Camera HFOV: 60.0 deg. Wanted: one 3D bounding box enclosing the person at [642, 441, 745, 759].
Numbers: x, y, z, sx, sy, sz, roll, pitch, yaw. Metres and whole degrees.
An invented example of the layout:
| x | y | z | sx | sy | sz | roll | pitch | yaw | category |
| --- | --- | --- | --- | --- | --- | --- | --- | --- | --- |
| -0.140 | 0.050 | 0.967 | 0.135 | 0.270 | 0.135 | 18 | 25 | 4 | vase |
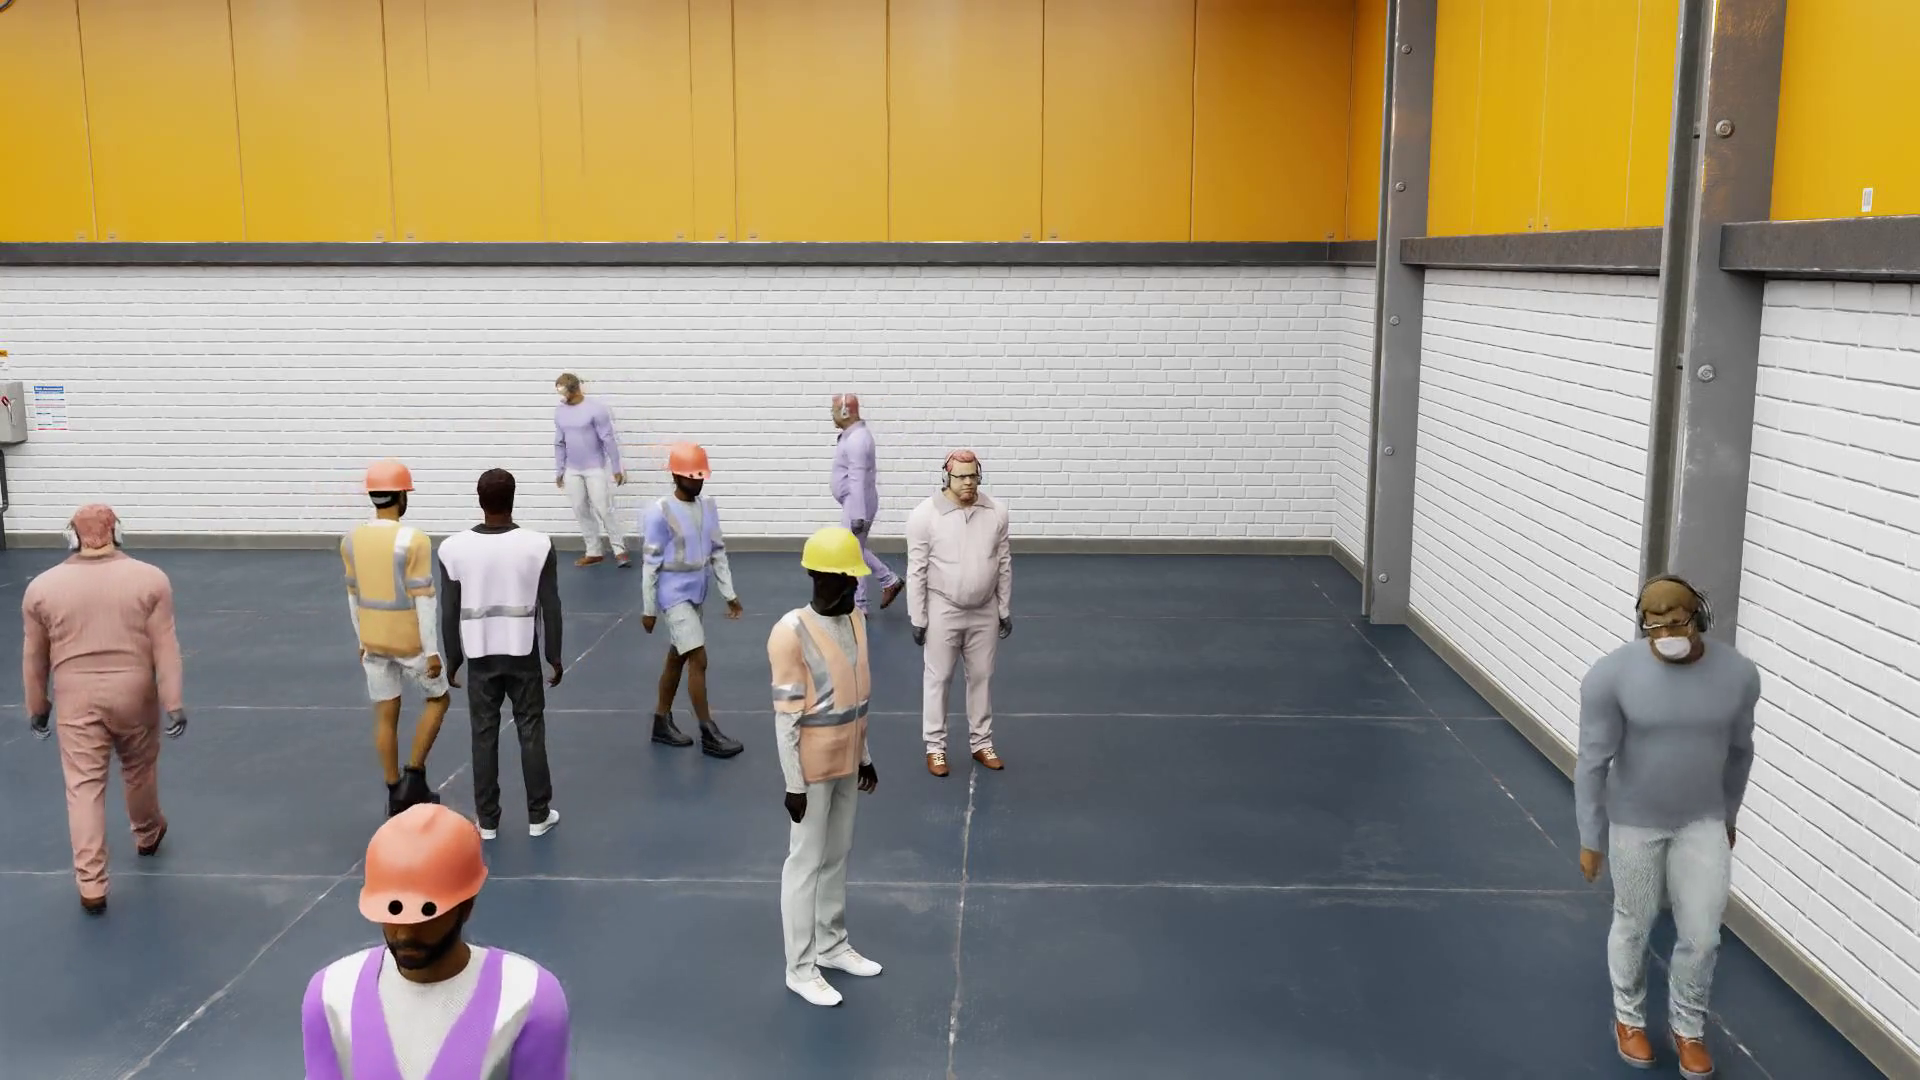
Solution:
| x | y | z | sx | sy | sz | roll | pitch | yaw | category |
| --- | --- | --- | --- | --- | --- | --- | --- | --- | --- |
| -1.565 | 0.353 | 9.981 | 0.855 | 1.891 | 0.534 | 5 | 11 | 27 | person |

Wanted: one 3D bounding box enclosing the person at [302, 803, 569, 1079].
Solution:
| x | y | z | sx | sy | sz | roll | pitch | yaw | category |
| --- | --- | --- | --- | --- | --- | --- | --- | --- | --- |
| -1.087 | 1.448 | 3.566 | 0.551 | 1.915 | 0.880 | 1 | 10 | 3 | person |

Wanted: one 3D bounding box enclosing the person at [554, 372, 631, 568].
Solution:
| x | y | z | sx | sy | sz | roll | pitch | yaw | category |
| --- | --- | --- | --- | --- | --- | --- | --- | --- | --- |
| -3.562 | -0.662 | 15.949 | 0.710 | 1.894 | 0.479 | 5 | 11 | 27 | person |

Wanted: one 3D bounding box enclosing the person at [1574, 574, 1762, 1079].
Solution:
| x | y | z | sx | sy | sz | roll | pitch | yaw | category |
| --- | --- | --- | --- | --- | --- | --- | --- | --- | --- |
| 2.527 | 1.028 | 6.033 | 0.647 | 1.896 | 0.570 | 1 | 10 | 7 | person |

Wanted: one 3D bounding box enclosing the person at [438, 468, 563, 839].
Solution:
| x | y | z | sx | sy | sz | roll | pitch | yaw | category |
| --- | --- | --- | --- | --- | --- | --- | --- | --- | --- |
| -2.346 | 0.590 | 8.549 | 0.597 | 1.915 | 0.371 | -2 | 10 | -9 | person |

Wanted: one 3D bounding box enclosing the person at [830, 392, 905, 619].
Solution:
| x | y | z | sx | sy | sz | roll | pitch | yaw | category |
| --- | --- | --- | --- | --- | --- | --- | --- | --- | --- |
| -0.798 | -0.276 | 13.704 | 0.547 | 1.887 | 0.672 | 0 | 10 | -2 | person |

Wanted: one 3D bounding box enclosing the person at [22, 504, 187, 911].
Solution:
| x | y | z | sx | sy | sz | roll | pitch | yaw | category |
| --- | --- | --- | --- | --- | --- | --- | --- | --- | --- |
| -4.054 | 0.744 | 7.902 | 0.676 | 1.828 | 1.066 | -4 | 10 | -22 | person |

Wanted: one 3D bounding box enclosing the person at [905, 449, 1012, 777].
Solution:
| x | y | z | sx | sy | sz | roll | pitch | yaw | category |
| --- | --- | --- | --- | --- | --- | --- | --- | --- | --- |
| 0.009 | 0.417 | 9.618 | 0.640 | 1.902 | 0.402 | -4 | 11 | -23 | person |

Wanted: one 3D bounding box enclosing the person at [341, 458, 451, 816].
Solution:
| x | y | z | sx | sy | sz | roll | pitch | yaw | category |
| --- | --- | --- | --- | --- | --- | --- | --- | --- | --- |
| -3.003 | 0.527 | 8.886 | 0.571 | 1.925 | 0.397 | 3 | 10 | 18 | person |

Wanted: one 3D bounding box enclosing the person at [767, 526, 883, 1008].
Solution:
| x | y | z | sx | sy | sz | roll | pitch | yaw | category |
| --- | --- | --- | --- | --- | --- | --- | --- | --- | --- |
| -0.527 | 0.893 | 6.742 | 0.373 | 1.927 | 0.585 | 5 | 11 | 28 | person |
